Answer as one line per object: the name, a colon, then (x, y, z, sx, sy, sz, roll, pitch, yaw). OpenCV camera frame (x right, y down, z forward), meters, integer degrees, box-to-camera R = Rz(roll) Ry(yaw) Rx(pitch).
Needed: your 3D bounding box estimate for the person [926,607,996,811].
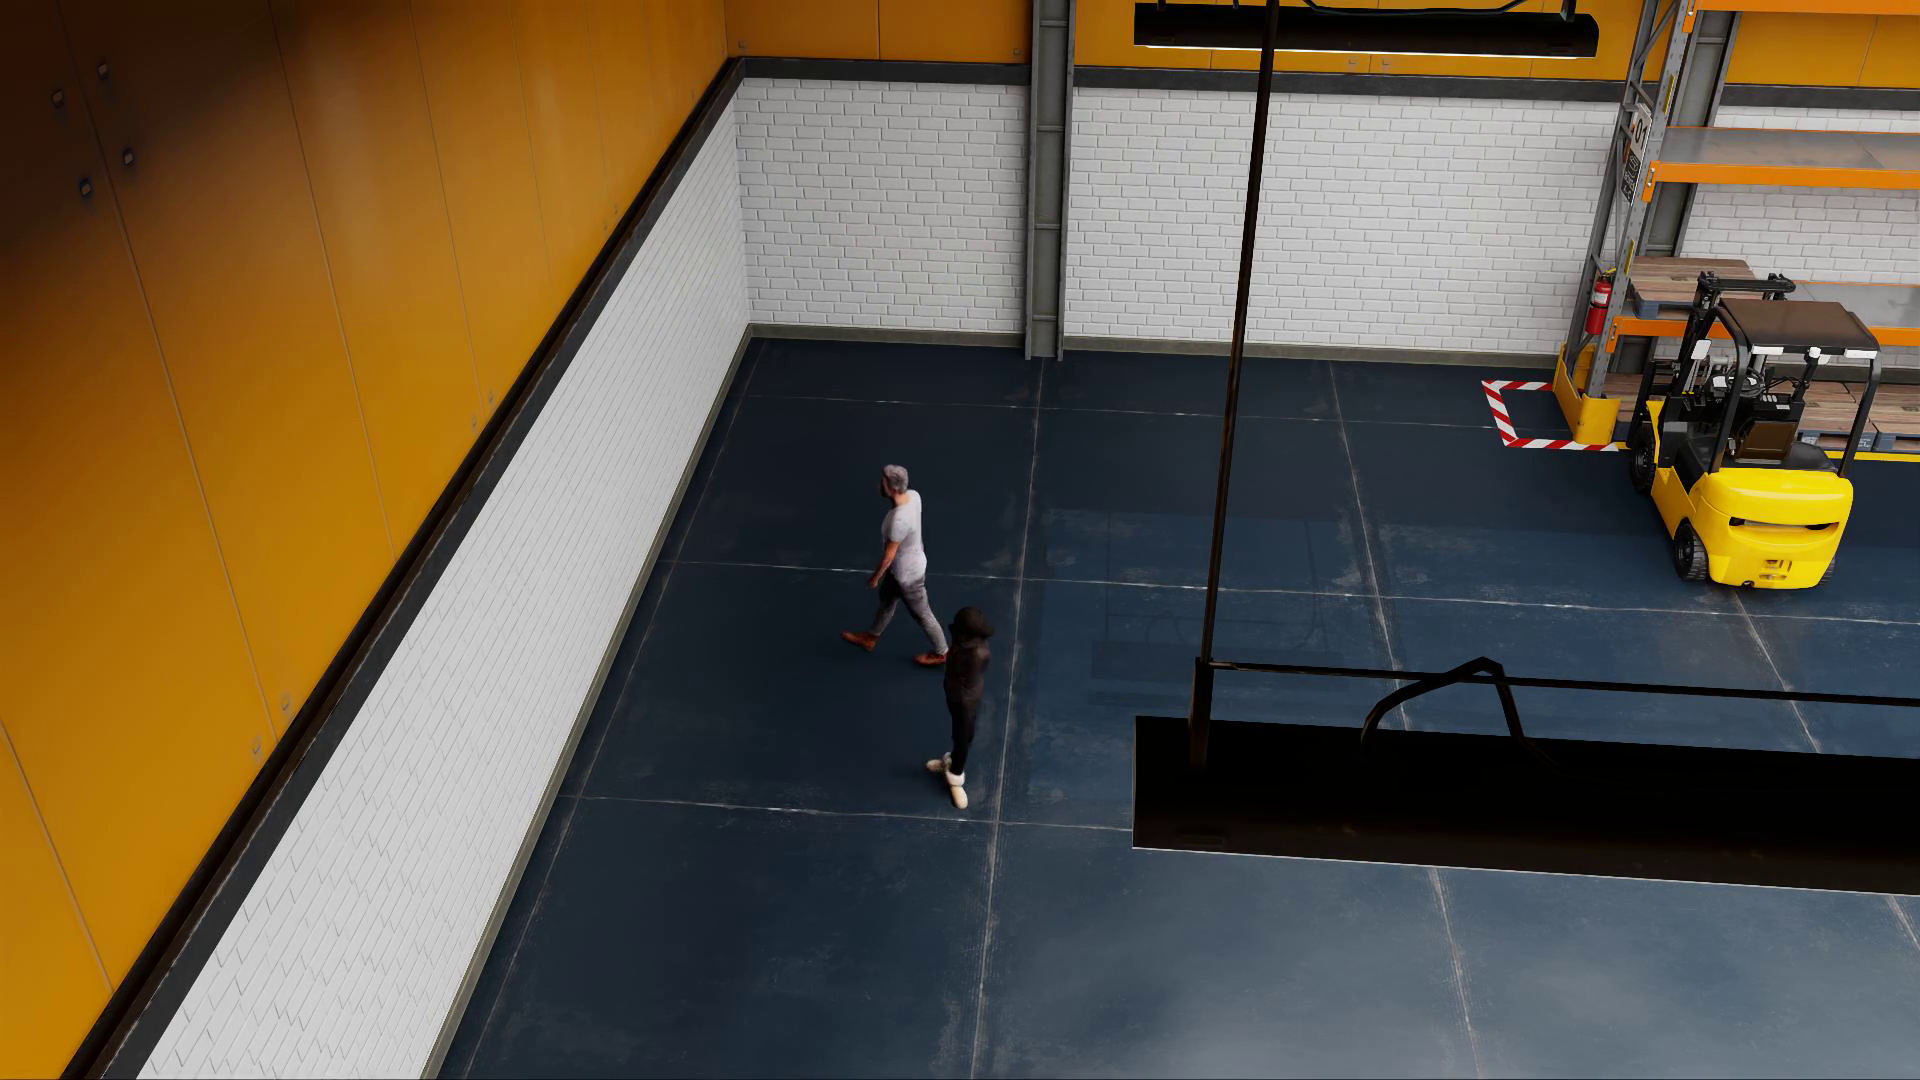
person: (-0.042, 1.056, 11.590, 0.781, 1.652, 0.766, 0, 34, 0)

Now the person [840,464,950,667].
person: (-0.309, 0.260, 12.676, 1.095, 1.776, 0.666, 3, 34, 4)
